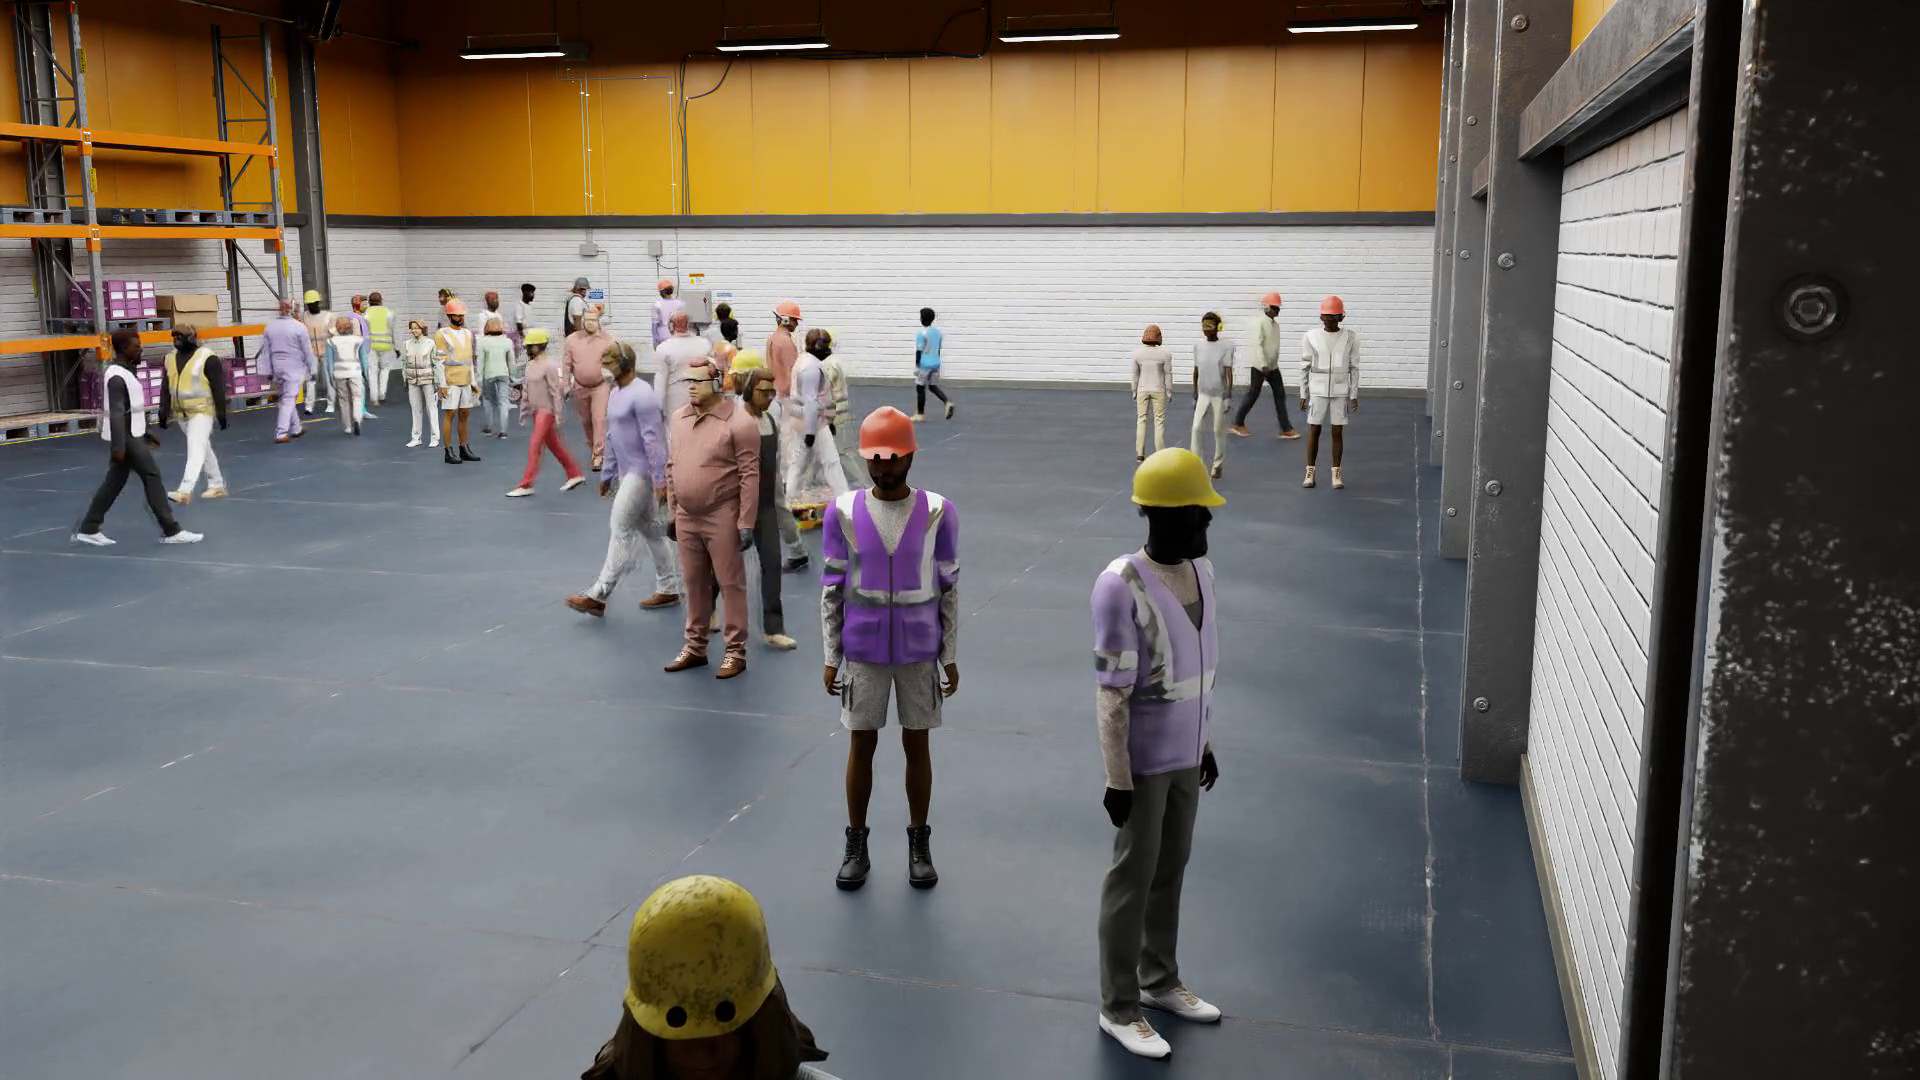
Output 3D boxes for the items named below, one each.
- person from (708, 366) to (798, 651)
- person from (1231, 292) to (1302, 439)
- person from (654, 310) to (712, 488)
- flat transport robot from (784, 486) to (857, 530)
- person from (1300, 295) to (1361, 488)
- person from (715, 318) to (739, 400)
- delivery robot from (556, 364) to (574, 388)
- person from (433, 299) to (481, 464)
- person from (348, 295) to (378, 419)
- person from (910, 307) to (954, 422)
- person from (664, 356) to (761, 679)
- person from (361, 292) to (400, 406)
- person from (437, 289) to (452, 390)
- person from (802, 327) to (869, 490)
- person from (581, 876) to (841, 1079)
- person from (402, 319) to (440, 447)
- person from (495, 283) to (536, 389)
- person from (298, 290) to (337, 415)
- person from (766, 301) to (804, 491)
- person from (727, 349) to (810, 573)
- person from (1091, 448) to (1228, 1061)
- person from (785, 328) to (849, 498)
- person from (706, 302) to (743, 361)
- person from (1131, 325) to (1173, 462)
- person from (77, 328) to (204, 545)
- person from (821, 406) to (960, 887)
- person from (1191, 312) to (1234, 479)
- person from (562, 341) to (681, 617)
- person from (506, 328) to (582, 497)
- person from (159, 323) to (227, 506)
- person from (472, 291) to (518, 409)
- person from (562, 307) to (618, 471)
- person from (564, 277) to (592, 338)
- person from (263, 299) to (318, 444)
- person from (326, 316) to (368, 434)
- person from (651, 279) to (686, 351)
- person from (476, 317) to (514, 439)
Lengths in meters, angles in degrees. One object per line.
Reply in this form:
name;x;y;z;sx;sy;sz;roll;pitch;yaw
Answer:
person;-1.415;-0.223;10.714;0.541;1.810;0.912;-9;14;-42
person;4.084;-2.326;22.200;0.621;1.955;0.984;-9;14;-42
person;-2.884;-1.445;17.334;0.663;1.894;0.509;-8;13;-38
flat transport robot;-1.371;-0.313;15.530;0.652;0.197;1.431;5;11;27
person;3.897;-1.554;17.549;0.611;2.040;0.392;2;10;12
person;-2.866;-1.892;20.477;0.556;1.675;0.554;-5;11;-28
delivery robot;-6.853;-2.743;28.224;0.707;0.478;0.477;0;10;1
person;-5.924;-1.874;19.651;0.362;1.939;0.543;6;12;31
person;-8.894;-2.706;24.625;0.389;1.845;0.567;-4;11;-21
person;-0.429;-2.530;24.093;0.652;1.681;0.549;7;12;36
person;-1.497;-0.132;9.877;0.638;1.911;0.402;6;12;30
person;-9.437;-3.083;26.833;0.743;1.812;0.574;-5;11;-27
person;-8.890;-3.441;28.885;0.533;1.814;0.996;8;13;39
person;-1.254;-1.186;16.236;0.867;1.783;0.580;-2;10;-10
person;-0.331;1.290;2.286;0.494;1.743;0.303;-3;10;-15
person;-6.858;-1.997;21.191;0.515;1.641;0.308;2;10;11
person;-7.905;-3.620;29.660;0.978;1.924;0.627;2;10;14
person;-9.754;-2.837;25.265;0.599;1.880;0.927;-1;10;-5
person;-1.818;-1.503;17.422;0.393;1.985;0.610;-5;11;-27
person;-1.561;-0.579;12.803;0.948;1.777;0.596;-8;13;-39
person;0.650;0.663;5.310;0.367;1.927;0.594;8;13;37
person;-1.241;-1.054;15.434;0.897;1.794;0.614;-3;10;-16
person;-3.040;-2.164;21.575;0.522;1.845;0.808;2;10;12
person;2.270;-1.729;19.695;0.500;1.633;0.284;3;11;18
person;-7.104;-0.872;14.186;0.986;1.877;0.607;-4;11;-23
person;-0.272;0.435;6.580;0.552;1.935;0.374;0;10;-2
person;2.717;-1.547;18.104;0.517;1.841;0.828;5;11;26
person;-2.376;-0.413;11.498;0.968;1.895;0.648;-5;11;-28
person;-4.304;-1.326;17.175;0.916;1.721;0.542;-9;13;-41
person;-7.685;-1.254;16.554;0.659;1.789;0.958;4;11;19
person;-7.429;-2.997;26.262;0.860;1.858;0.584;3;10;15
person;-4.255;-1.765;19.274;0.651;1.866;0.962;0;10;1
person;-6.726;-3.716;29.790;0.832;2.000;0.688;-6;11;-29
person;-8.712;-2.214;21.816;0.647;1.851;0.942;4;11;19
person;-8.282;-2.219;22.504;0.521;1.618;0.686;-4;11;-19
person;-5.005;-3.493;28.676;0.607;2.001;0.948;-3;10;-14
person;-6.253;-2.178;22.295;0.531;1.599;0.789;-6;12;-30
